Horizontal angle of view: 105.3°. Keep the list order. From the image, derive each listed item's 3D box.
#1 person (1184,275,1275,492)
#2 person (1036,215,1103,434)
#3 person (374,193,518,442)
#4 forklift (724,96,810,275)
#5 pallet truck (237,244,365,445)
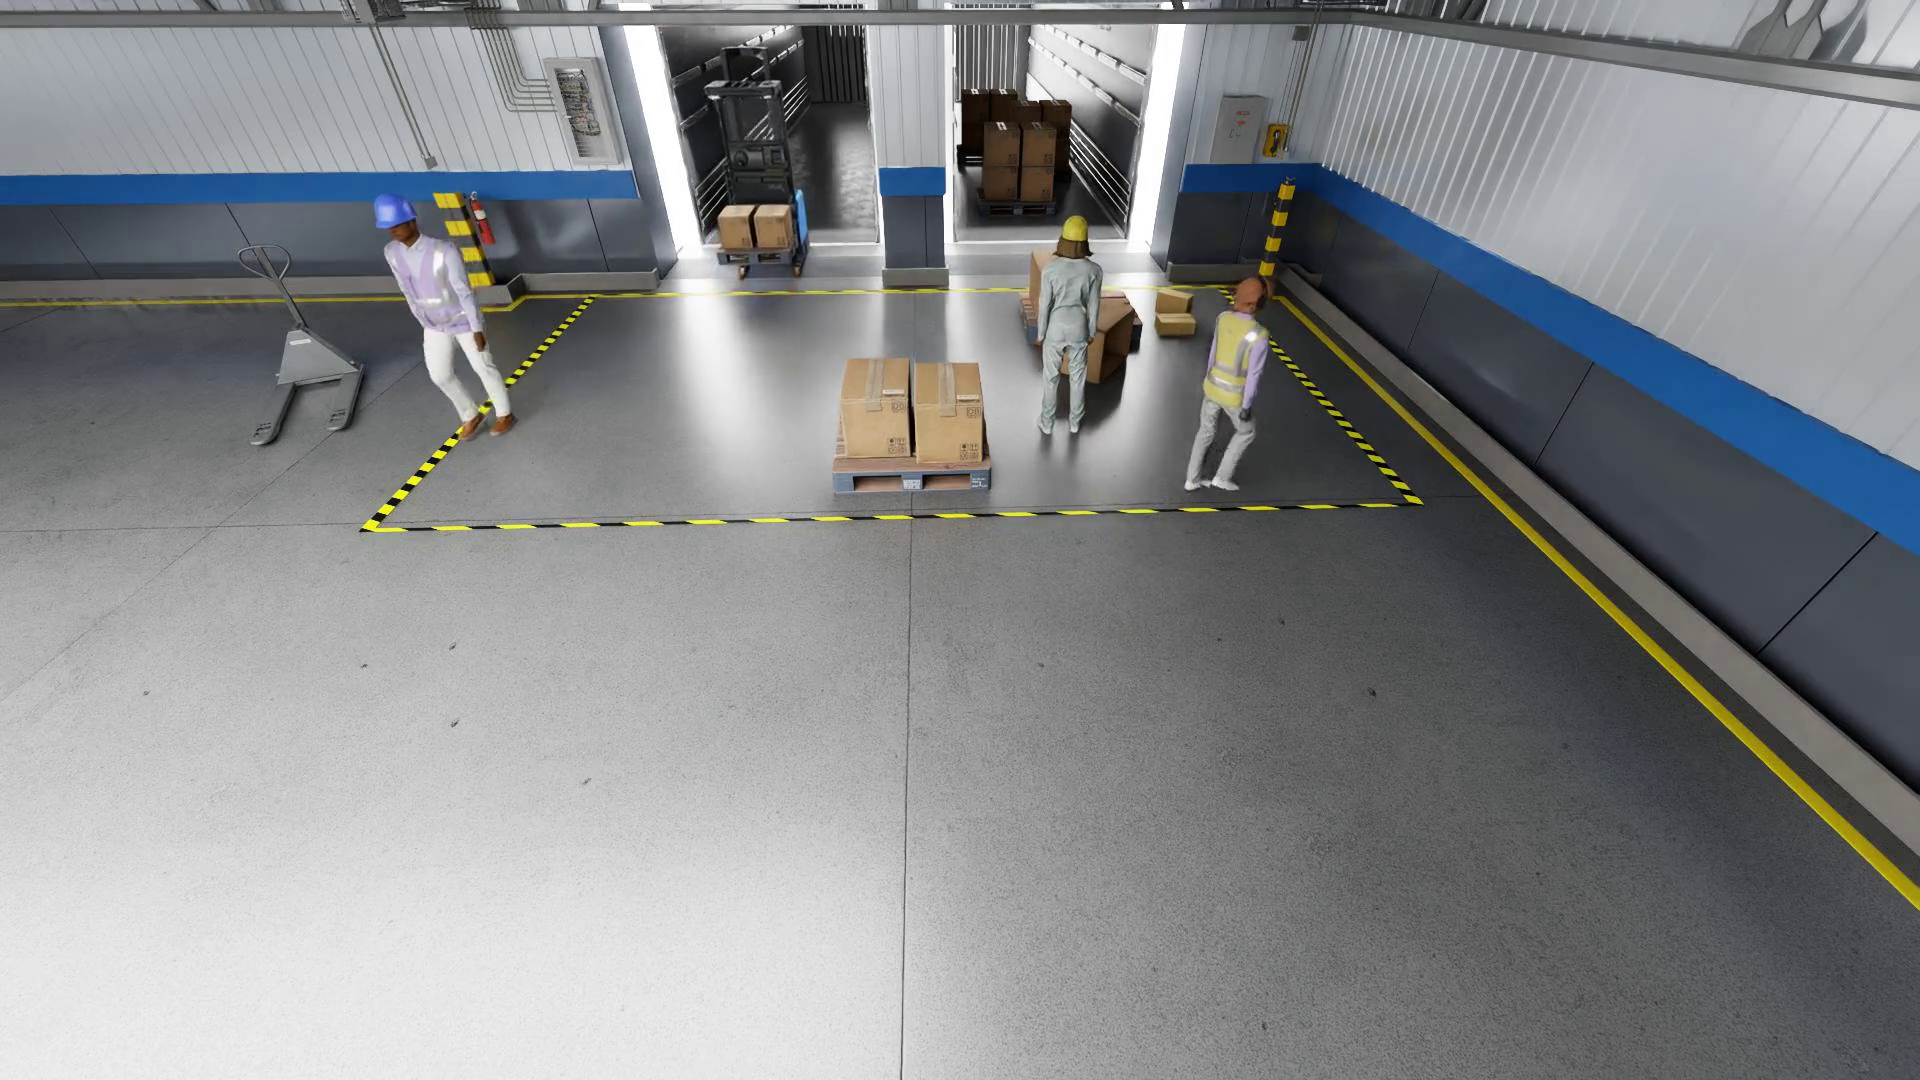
[{"bbox_3d":[1.913,-1.036,5.169,0.398,1.618,0.540,-15,41,-18],"label":"person"},{"bbox_3d":[0.852,-1.679,5.891,0.492,1.742,0.318,-3,39,-4],"label":"person"},{"bbox_3d":[-3.996,-1.678,5.744,0.606,1.932,0.470,1,38,1],"label":"person"},{"bbox_3d":[-2.469,-4.684,9.440,0.716,2.013,0.776,-2,39,-2],"label":"forklift"},{"bbox_3d":[-5.915,-1.733,6.366,0.680,1.201,1.601,-18,42,-21],"label":"pallet truck"}]
